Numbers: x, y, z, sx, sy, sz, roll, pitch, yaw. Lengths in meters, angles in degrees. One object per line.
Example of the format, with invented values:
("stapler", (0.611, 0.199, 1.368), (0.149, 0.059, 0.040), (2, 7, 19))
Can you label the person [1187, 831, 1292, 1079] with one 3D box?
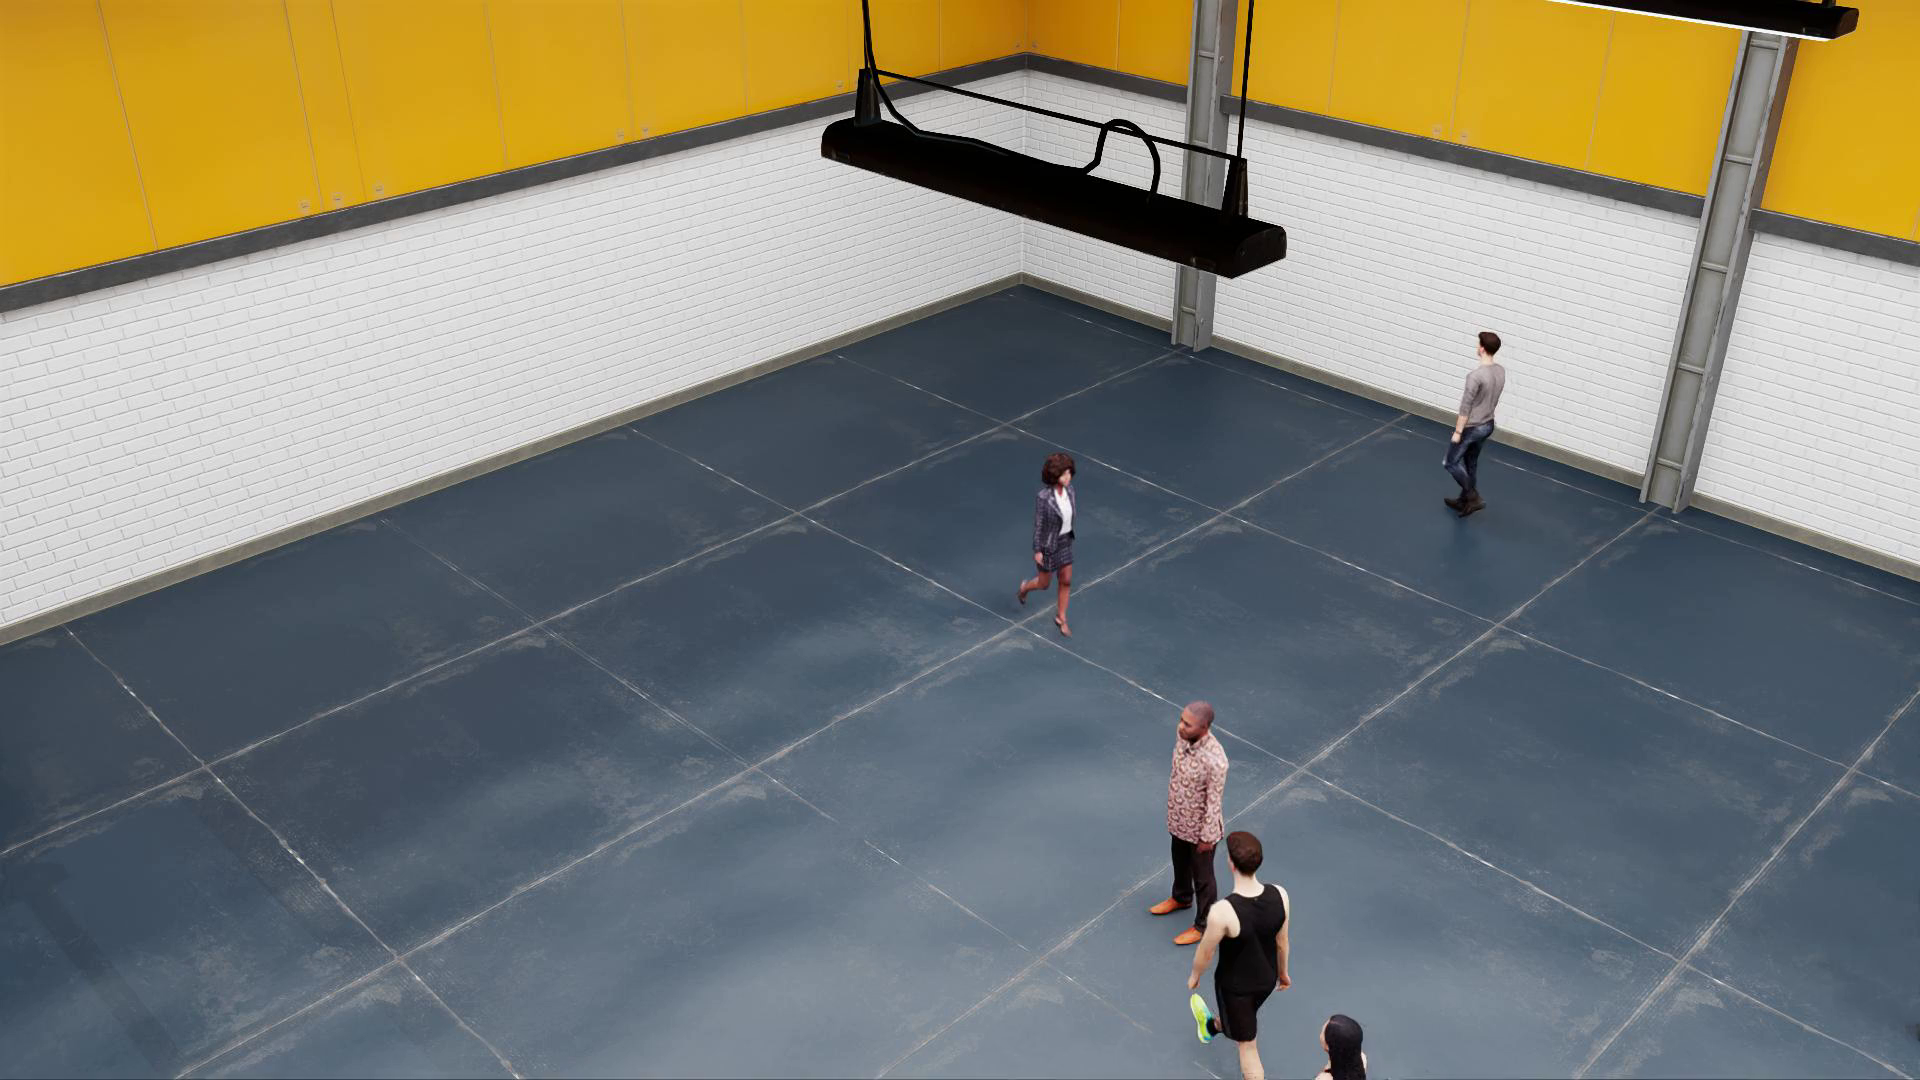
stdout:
("person", (1.660, 2.552, 9.430), (0.956, 1.843, 1.256), (-12, 31, -21))

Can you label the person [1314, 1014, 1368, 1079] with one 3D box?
("person", (1.946, 3.164, 8.438), (0.658, 1.719, 1.159), (-23, 36, -36))

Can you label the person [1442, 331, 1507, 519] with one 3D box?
("person", (5.005, -1.059, 15.996), (0.783, 1.895, 0.845), (-19, 34, -31))

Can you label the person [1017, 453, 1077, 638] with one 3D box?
("person", (0.750, 0.031, 14.222), (0.710, 1.681, 0.921), (-19, 34, -31))

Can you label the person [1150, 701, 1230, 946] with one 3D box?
("person", (1.541, 1.804, 10.845), (0.827, 1.802, 0.671), (-12, 31, -20))
